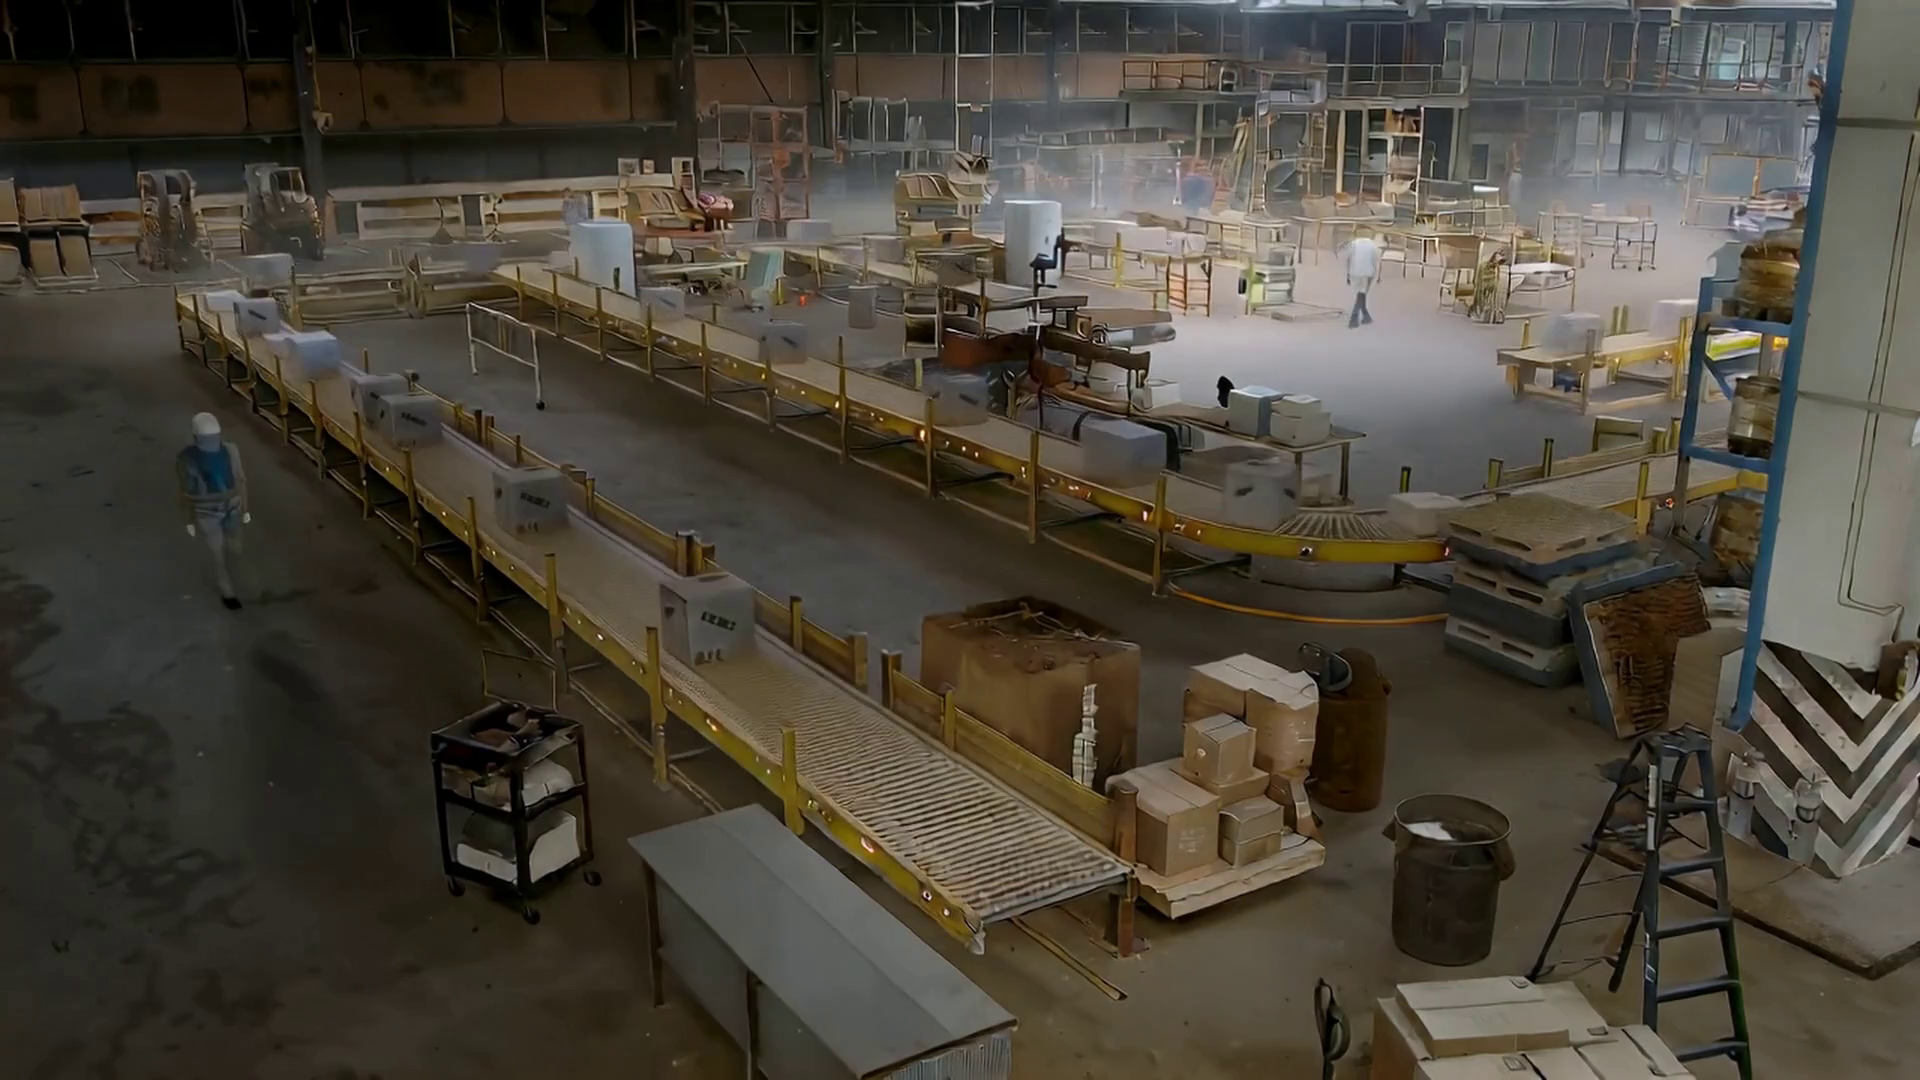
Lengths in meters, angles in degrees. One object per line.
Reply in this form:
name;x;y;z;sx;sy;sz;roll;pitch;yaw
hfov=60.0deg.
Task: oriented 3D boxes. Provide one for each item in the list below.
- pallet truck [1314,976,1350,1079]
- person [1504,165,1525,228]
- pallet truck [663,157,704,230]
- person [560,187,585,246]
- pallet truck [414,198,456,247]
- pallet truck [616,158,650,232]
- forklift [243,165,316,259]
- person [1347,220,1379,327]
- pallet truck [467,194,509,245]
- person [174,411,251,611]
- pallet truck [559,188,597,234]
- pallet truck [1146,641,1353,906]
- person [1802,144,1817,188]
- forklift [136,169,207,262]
pallet truck;2.299;2.390;7.086;1.601;1.201;0.680;-2;17;-7
person;15.212;-9.390;45.461;0.487;1.710;0.822;-11;20;-32
pallet truck;-7.586;-9.308;44.692;0.823;1.965;1.885;-11;20;-33
person;-8.979;-7.350;38.645;0.594;1.722;0.447;-5;17;-15
pallet truck;-13.250;-8.060;41.856;0.680;1.201;1.601;-10;20;-31
pallet truck;-8.918;-9.176;44.255;0.823;1.965;1.885;-9;19;-27
forklift;-15.898;-7.669;38.708;1.157;1.987;2.680;-11;20;-33
person;7.225;-4.776;29.806;0.560;1.893;0.980;15;22;40
pallet truck;-11.983;-8.177;42.137;0.704;1.261;1.522;-11;20;-33
person;-6.701;-0.277;14.944;0.517;1.819;0.612;13;21;38
pallet truck;-10.010;-8.652;43.699;0.653;1.274;1.630;-10;20;-31
pallet truck;1.664;1.407;10.232;1.630;1.274;0.653;-10;20;-31
person;26.018;-11.149;50.949;0.396;1.928;0.550;2;17;6
forklift;-17.842;-7.318;37.559;1.157;1.987;2.680;-10;20;-31
